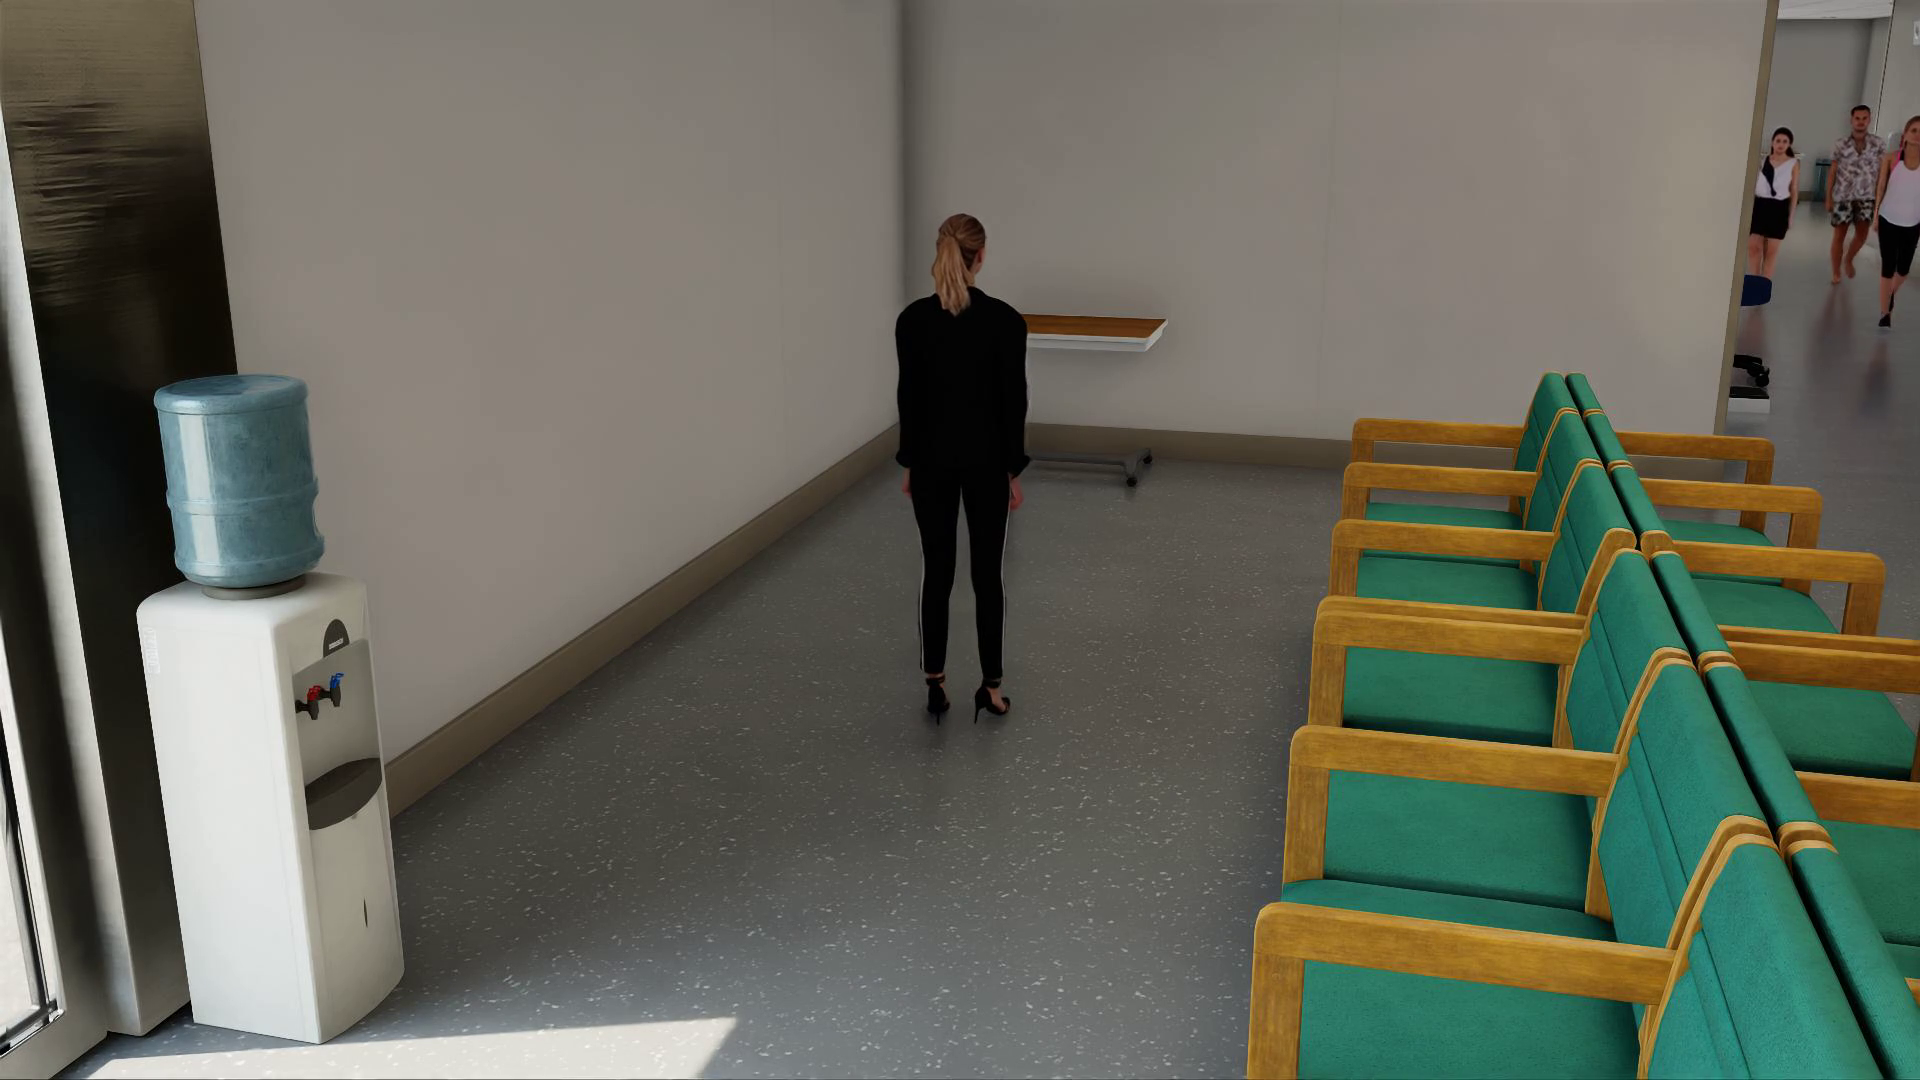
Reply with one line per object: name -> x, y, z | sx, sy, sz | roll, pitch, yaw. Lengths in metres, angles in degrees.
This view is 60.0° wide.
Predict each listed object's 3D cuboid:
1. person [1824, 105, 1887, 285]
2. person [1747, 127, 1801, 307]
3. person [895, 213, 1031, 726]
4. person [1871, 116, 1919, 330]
person -> 9.254, -3.575, 17.252 | 0.688, 1.800, 0.772 | 6, 17, 20
person -> 7.581, -3.012, 15.560 | 0.619, 1.635, 0.702 | 9, 18, 28
person -> 0.003, -0.217, 5.516 | 0.464, 1.706, 0.665 | 3, 16, 12
person -> 8.027, -2.698, 14.211 | 1.043, 1.761, 0.784 | 7, 17, 23
